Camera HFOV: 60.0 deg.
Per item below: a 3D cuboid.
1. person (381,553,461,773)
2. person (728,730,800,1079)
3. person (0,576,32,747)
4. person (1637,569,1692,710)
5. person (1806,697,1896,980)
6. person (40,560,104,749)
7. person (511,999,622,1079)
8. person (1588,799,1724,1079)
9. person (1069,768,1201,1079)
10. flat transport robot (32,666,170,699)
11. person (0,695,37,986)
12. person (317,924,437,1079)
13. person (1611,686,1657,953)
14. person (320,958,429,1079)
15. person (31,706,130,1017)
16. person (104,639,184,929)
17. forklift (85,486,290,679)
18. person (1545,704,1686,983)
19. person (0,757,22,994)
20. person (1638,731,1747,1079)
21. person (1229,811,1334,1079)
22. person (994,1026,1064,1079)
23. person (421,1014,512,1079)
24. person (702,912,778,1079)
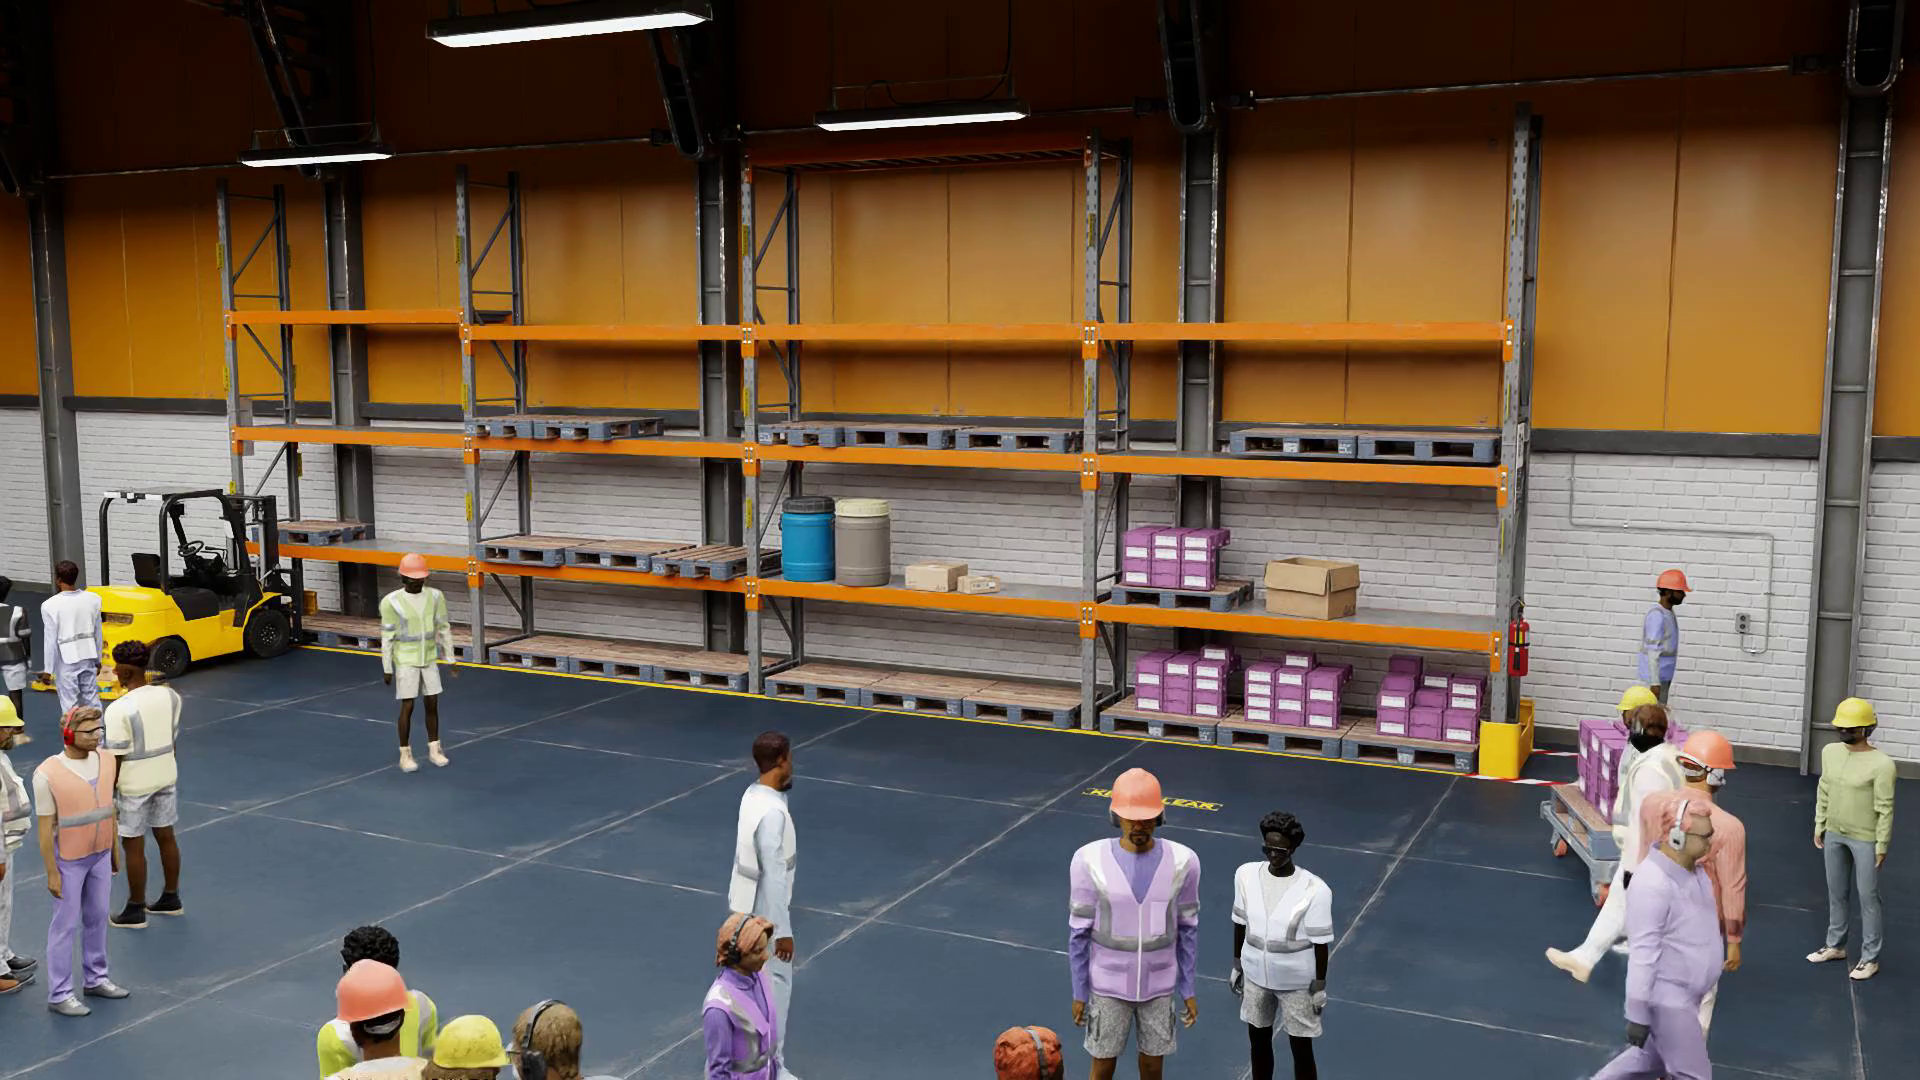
[{"bbox_3d":[-4.994,1.117,15.384,0.656,2.030,0.410,-7,10,-44],"label":"person"},{"bbox_3d":[-1.032,1.970,8.873,0.407,1.911,0.645,-2,7,-13],"label":"person"},{"bbox_3d":[-9.328,1.190,16.177,0.549,1.687,0.319,-3,8,-25],"label":"person"},{"bbox_3d":[6.349,1.215,15.034,0.424,1.924,0.560,5,9,37],"label":"person"},{"bbox_3d":[5.577,1.851,10.424,0.340,1.760,0.527,-3,7,-22],"label":"person"},{"bbox_3d":[-8.311,1.145,15.606,0.392,1.918,0.587,3,8,26],"label":"person"},{"bbox_3d":[-1.246,2.394,5.247,0.377,1.931,0.636,3,8,24],"label":"person"},{"bbox_3d":[3.299,2.111,7.828,0.911,1.871,0.658,6,9,40],"label":"person"},{"bbox_3d":[0.807,2.044,7.651,0.609,2.044,0.394,0,7,-4],"label":"person"},{"bbox_3d":[-9.674,1.584,18.721,1.431,0.197,0.652,3,8,25],"label":"flat transport robot"},{"bbox_3d":[-5.919,1.847,10.211,0.403,1.818,0.606,-4,8,-30],"label":"person"},{"bbox_3d":[-2.275,2.356,6.572,0.322,1.685,0.547,4,8,30],"label":"person"},{"bbox_3d":[4.392,1.809,10.829,0.302,1.742,0.493,2,7,15],"label":"person"},{"bbox_3d":[-1.946,2.364,5.682,0.546,1.889,0.980,-2,7,-16],"label":"person"},{"bbox_3d":[-5.225,1.882,9.860,0.378,1.838,0.560,2,7,17],"label":"person"},{"bbox_3d":[-5.561,1.644,11.299,0.393,1.965,0.606,2,7,19],"label":"person"},{"bbox_3d":[-9.426,0.454,20.179,1.214,2.155,2.313,3,8,26],"label":"forklift"},{"bbox_3d":[4.037,1.883,10.063,0.946,1.771,0.683,4,8,28],"label":"person"},{"bbox_3d":[-5.891,1.825,9.910,0.379,1.937,0.629,0,7,-1],"label":"person"},{"bbox_3d":[3.783,1.963,8.603,0.412,1.981,0.625,-4,8,-28],"label":"person"},{"bbox_3d":[1.575,2.156,8.206,0.539,1.693,0.321,5,9,37],"label":"person"},{"bbox_3d":[0.180,2.425,5.161,0.337,1.883,0.584,-4,8,-31],"label":"person"},{"bbox_3d":[-1.779,2.453,5.630,0.622,1.721,0.489,-1,7,-11],"label":"person"},{"bbox_3d":[-0.911,2.339,6.922,0.319,1.631,0.524,2,7,14],"label":"person"}]
